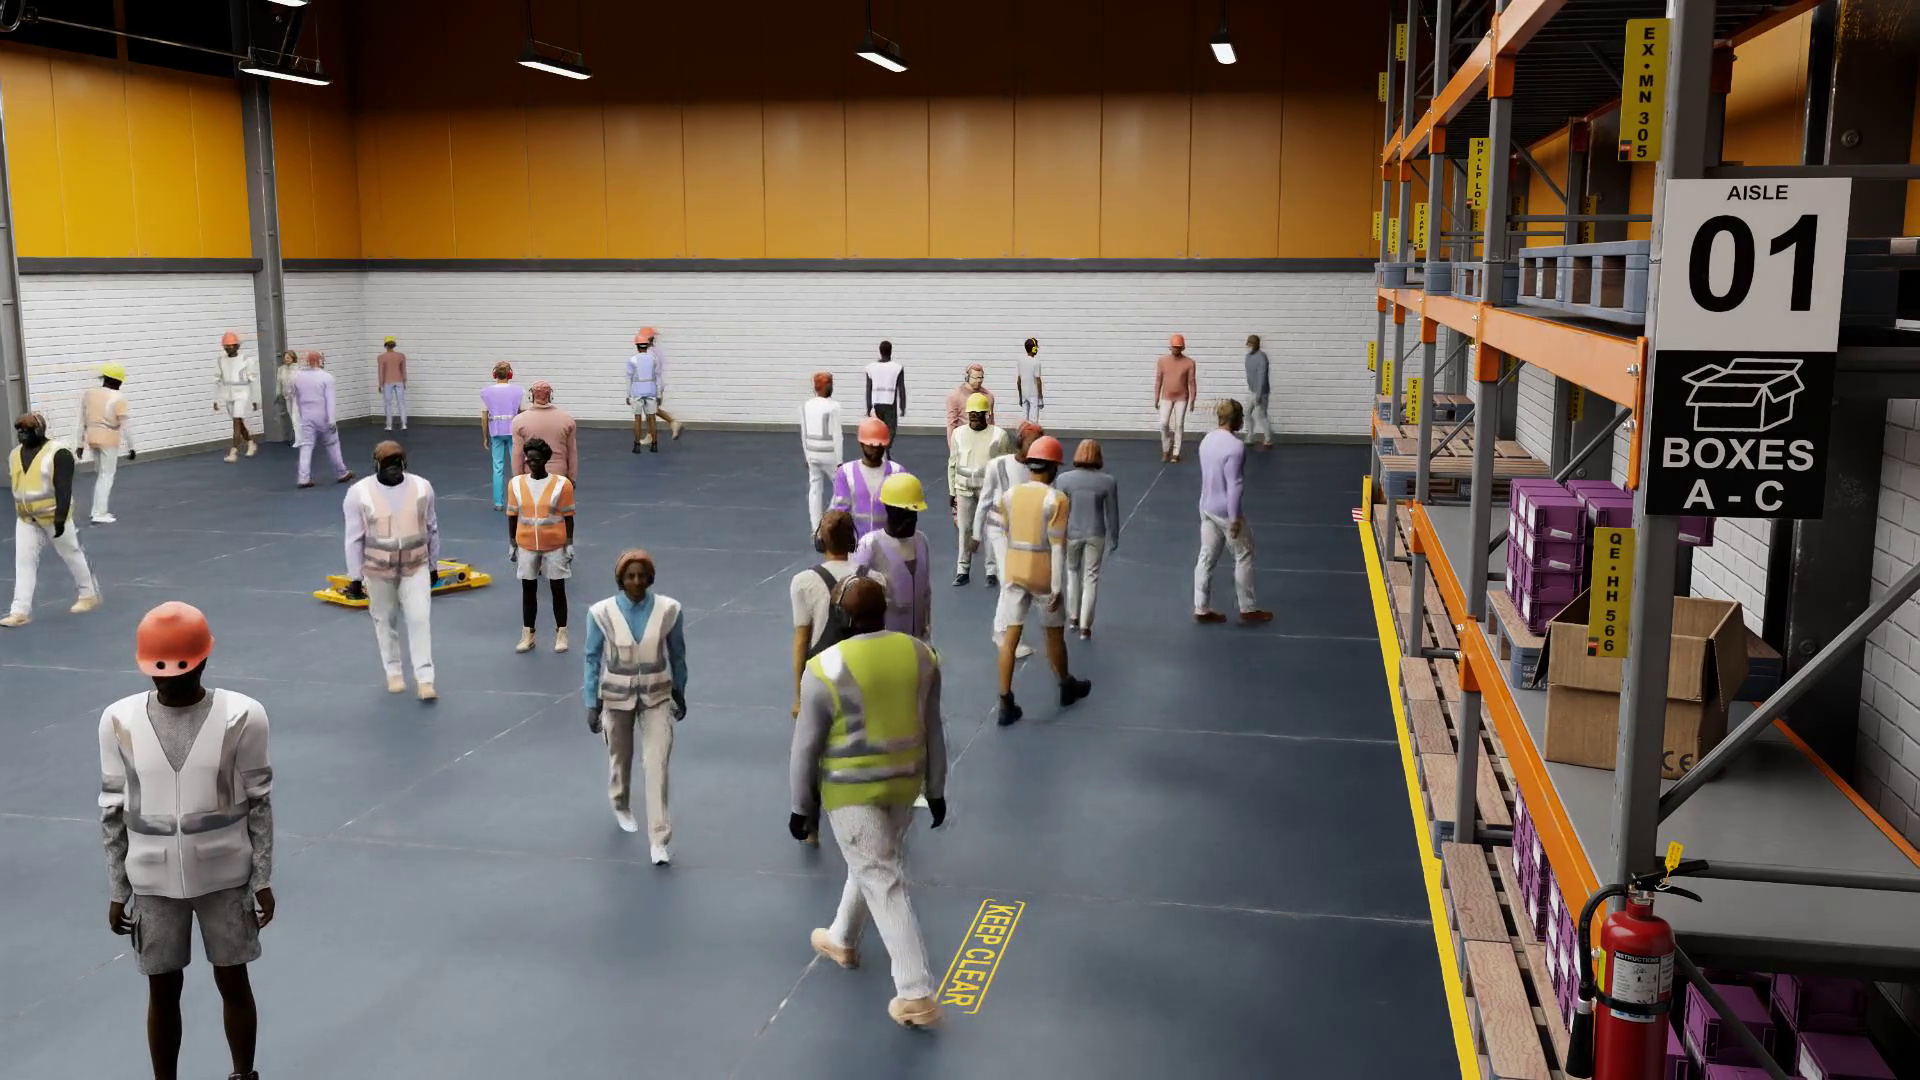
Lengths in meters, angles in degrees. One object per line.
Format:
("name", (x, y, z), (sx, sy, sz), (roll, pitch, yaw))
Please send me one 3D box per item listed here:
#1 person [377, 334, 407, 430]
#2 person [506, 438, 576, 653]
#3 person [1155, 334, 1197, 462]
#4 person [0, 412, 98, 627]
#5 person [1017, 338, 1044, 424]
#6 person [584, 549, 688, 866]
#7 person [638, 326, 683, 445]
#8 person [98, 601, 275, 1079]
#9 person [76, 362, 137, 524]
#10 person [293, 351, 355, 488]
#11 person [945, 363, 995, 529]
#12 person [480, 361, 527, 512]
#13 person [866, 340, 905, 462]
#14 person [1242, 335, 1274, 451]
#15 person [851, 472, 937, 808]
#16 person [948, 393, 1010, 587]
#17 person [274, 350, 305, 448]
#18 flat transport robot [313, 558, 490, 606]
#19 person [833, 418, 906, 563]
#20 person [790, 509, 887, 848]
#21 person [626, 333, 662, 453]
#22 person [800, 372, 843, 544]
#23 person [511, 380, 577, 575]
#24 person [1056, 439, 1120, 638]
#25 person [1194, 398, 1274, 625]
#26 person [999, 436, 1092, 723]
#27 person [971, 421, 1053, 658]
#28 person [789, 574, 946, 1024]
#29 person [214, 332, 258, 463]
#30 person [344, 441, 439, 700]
("person", (-10.376, -2.881, 30.411), (0.533, 1.768, 0.332), (-7, 12, -37))
("person", (-3.267, 0.043, 12.982), (0.540, 1.696, 0.317), (0, 9, 0))
("person", (3.285, -2.160, 25.407), (0.660, 1.974, 0.507), (3, 10, 16))
("person", (-7.802, -0.199, 14.196), (0.622, 1.798, 0.965), (2, 10, 11))
("person", (1.131, -2.254, 26.305), (0.509, 1.872, 0.328), (9, 13, 44))
("person", (-1.680, 0.822, 8.624), (0.539, 1.590, 0.856), (-2, 10, -14))
("person", (-5.066, -2.576, 27.817), (0.692, 2.017, 0.644), (1, 9, 4))
("person", (-2.606, 1.148, 5.638), (0.542, 1.928, 0.375), (-3, 10, -16))
("person", (-10.022, -1.135, 19.525), (0.601, 1.879, 0.600), (3, 10, 17))
("person", (-8.756, -1.660, 22.766), (0.671, 1.850, 0.983), (3, 10, 15))
("person", (0.152, -1.077, 19.129), (0.638, 1.903, 0.408), (-6, 11, -32))
("person", (-5.579, -1.264, 20.412), (0.565, 1.846, 0.390), (-2, 10, -11))
("person", (-1.131, -2.031, 24.889), (0.600, 1.901, 0.768), (3, 10, 15))
("person", (4.812, -2.372, 26.929), (0.732, 1.892, 0.646), (-4, 10, -20))
("person", (-0.428, 0.555, 9.309), (0.601, 1.905, 0.587), (7, 11, 34))
("person", (0.167, -0.469, 15.662), (0.591, 1.833, 0.403), (2, 10, 14))
("person", (-11.054, -2.319, 27.448), (0.529, 1.616, 0.645), (3, 10, 19))
("flat transport robot", (-5.116, 0.374, 15.281), (0.652, 0.197, 1.431), (7, 12, 37))
("person", (-0.656, 0.060, 12.263), (0.572, 1.908, 0.771), (-1, 9, -6))
("person", (-0.623, 0.744, 8.501), (0.522, 1.792, 0.836), (-3, 10, -17))
("person", (-5.081, -2.358, 26.755), (0.563, 1.928, 0.377), (-4, 10, -22))
("person", (-1.444, -0.891, 18.087), (0.604, 1.870, 0.494), (7, 12, 36))
("person", (-4.071, -0.608, 16.279), (0.652, 1.906, 0.409), (-5, 11, -30))
("person", (1.045, -0.028, 13.659), (0.526, 1.603, 0.707), (2, 10, 9))
("person", (2.330, -0.230, 13.981), (0.783, 1.912, 0.659), (-4, 10, -21))
("person", (0.534, 0.245, 11.195), (0.573, 1.876, 0.976), (6, 11, 33))
("person", (0.453, -0.015, 12.932), (0.594, 1.831, 0.884), (-5, 11, -27))
("person", (-0.372, 1.036, 6.825), (0.645, 1.784, 1.038), (-7, 12, -36))
("person", (-11.225, -2.232, 25.813), (0.625, 2.001, 1.040), (1, 9, 6))
("person", (-3.911, 0.225, 11.557), (0.648, 1.804, 0.874), (-5, 11, -28))
